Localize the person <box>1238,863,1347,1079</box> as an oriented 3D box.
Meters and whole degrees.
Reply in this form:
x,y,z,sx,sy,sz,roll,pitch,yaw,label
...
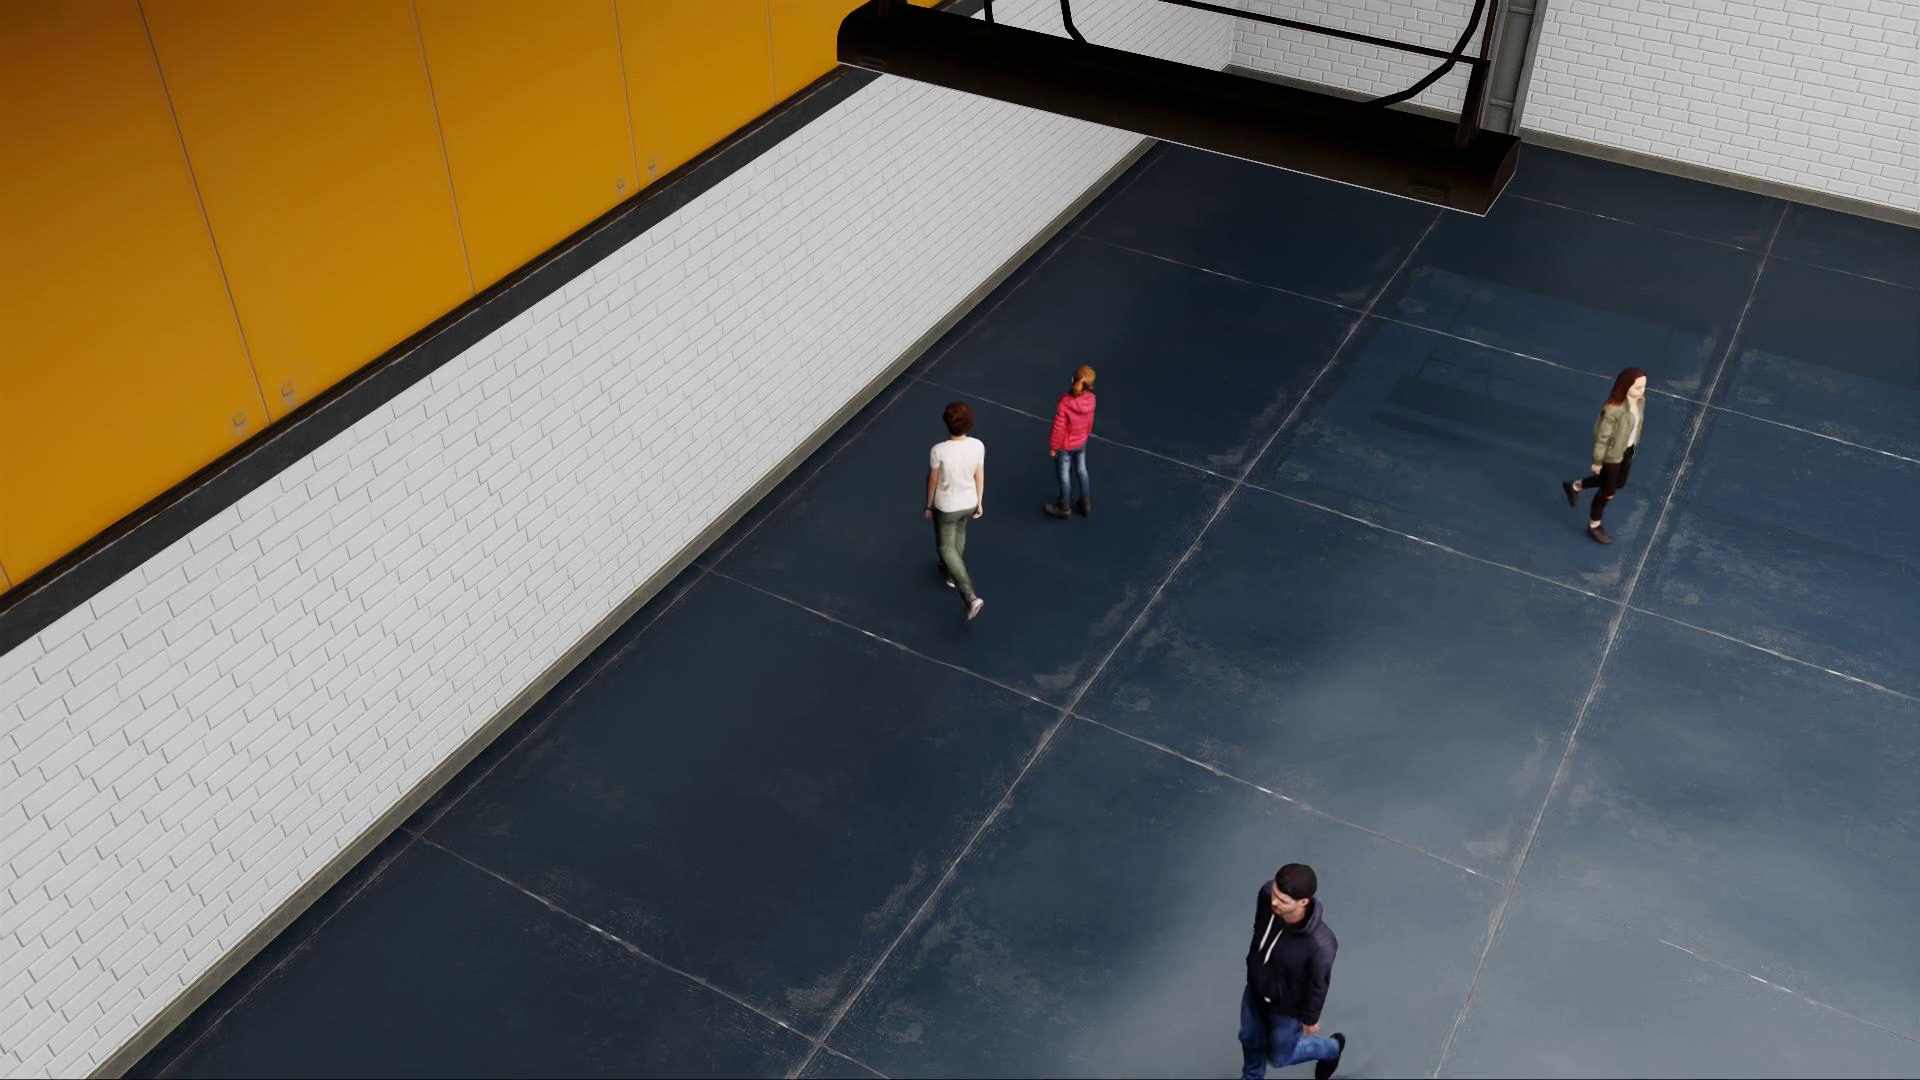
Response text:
x,y,z,sx,sy,sz,roll,pitch,yaw,label
1.693,2.224,8.362,1.039,1.873,1.038,-17,42,-20,person

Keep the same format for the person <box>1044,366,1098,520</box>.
x,y,z,sx,sy,sz,roll,pitch,yaw,label
0.837,-0.714,12.497,0.639,1.304,0.619,27,46,29,person

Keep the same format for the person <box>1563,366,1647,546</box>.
x,y,z,sx,sy,sz,roll,pitch,yaw,label
4.792,-0.674,12.320,0.758,1.462,0.891,-25,45,-28,person

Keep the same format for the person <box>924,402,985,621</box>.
x,y,z,sx,sy,sz,roll,pitch,yaw,label
-0.010,-0.183,11.574,0.946,1.627,1.116,-15,41,-18,person
